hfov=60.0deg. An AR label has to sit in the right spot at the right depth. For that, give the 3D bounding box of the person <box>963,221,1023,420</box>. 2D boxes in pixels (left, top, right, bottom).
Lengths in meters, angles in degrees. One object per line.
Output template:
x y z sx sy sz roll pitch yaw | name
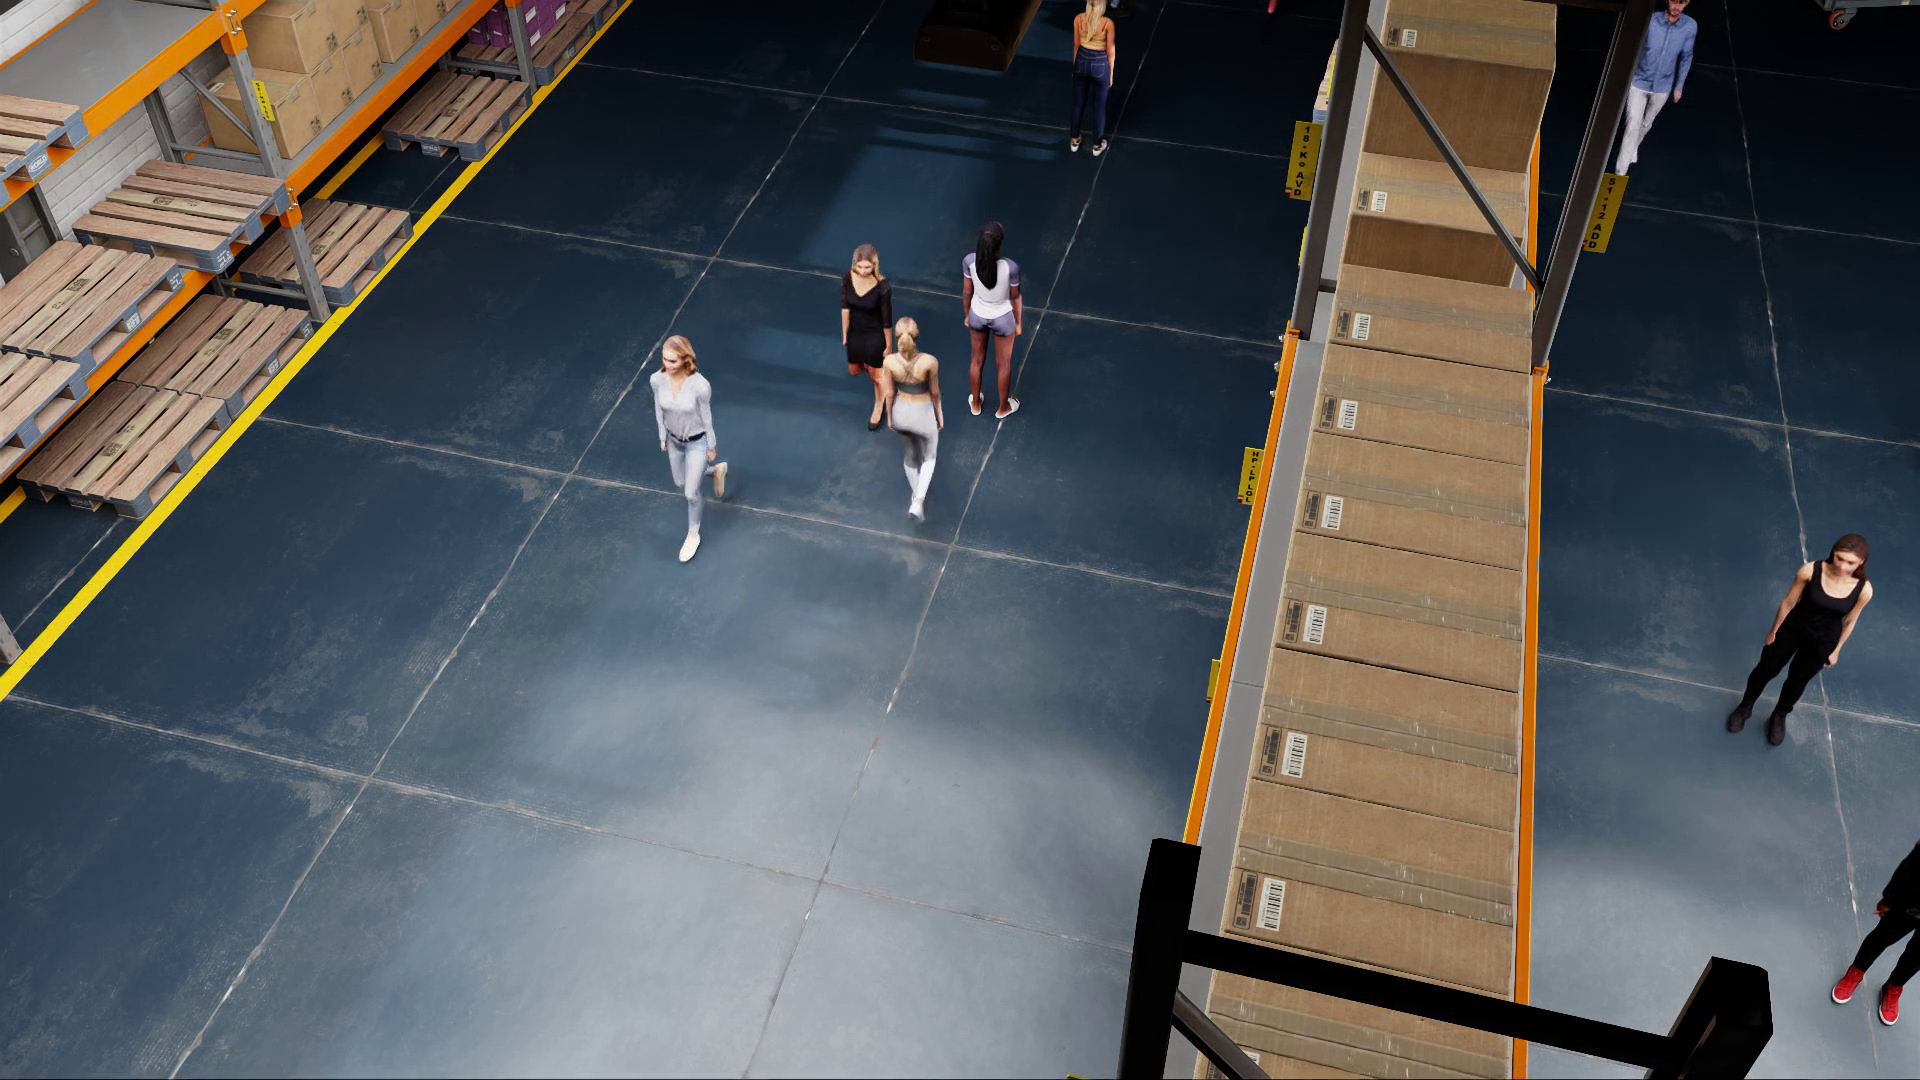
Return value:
0.236 -1.663 12.580 0.603 1.722 0.549 12 45 12 | person

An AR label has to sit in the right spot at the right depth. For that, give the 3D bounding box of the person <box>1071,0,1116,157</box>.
1.229 -4.376 15.498 0.583 1.625 0.545 16 46 16 | person

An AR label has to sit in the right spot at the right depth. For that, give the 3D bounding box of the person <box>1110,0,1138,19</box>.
1.751 -6.129 17.663 0.626 1.178 0.557 -3 44 -3 | person

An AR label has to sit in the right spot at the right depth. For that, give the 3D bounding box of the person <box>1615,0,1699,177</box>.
6.315 -4.197 15.146 0.661 1.852 1.133 11 45 11 | person

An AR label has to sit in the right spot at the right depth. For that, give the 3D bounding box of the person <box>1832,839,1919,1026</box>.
5.125 1.959 8.813 0.658 1.675 0.628 23 48 22 | person

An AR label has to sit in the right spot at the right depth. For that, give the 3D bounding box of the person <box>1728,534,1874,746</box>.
5.207 0.594 10.236 0.632 1.688 0.623 21 47 20 | person

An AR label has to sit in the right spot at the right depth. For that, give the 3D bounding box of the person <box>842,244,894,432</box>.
-0.650 -1.573 12.530 0.675 1.661 0.782 17 46 17 | person

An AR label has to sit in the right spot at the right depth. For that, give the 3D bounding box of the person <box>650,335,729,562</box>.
-1.849 -0.713 11.545 0.670 1.774 1.024 15 45 15 | person

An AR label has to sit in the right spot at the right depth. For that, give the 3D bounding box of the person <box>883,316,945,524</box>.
-0.342 -0.794 11.693 0.612 1.687 0.877 8 44 8 | person
